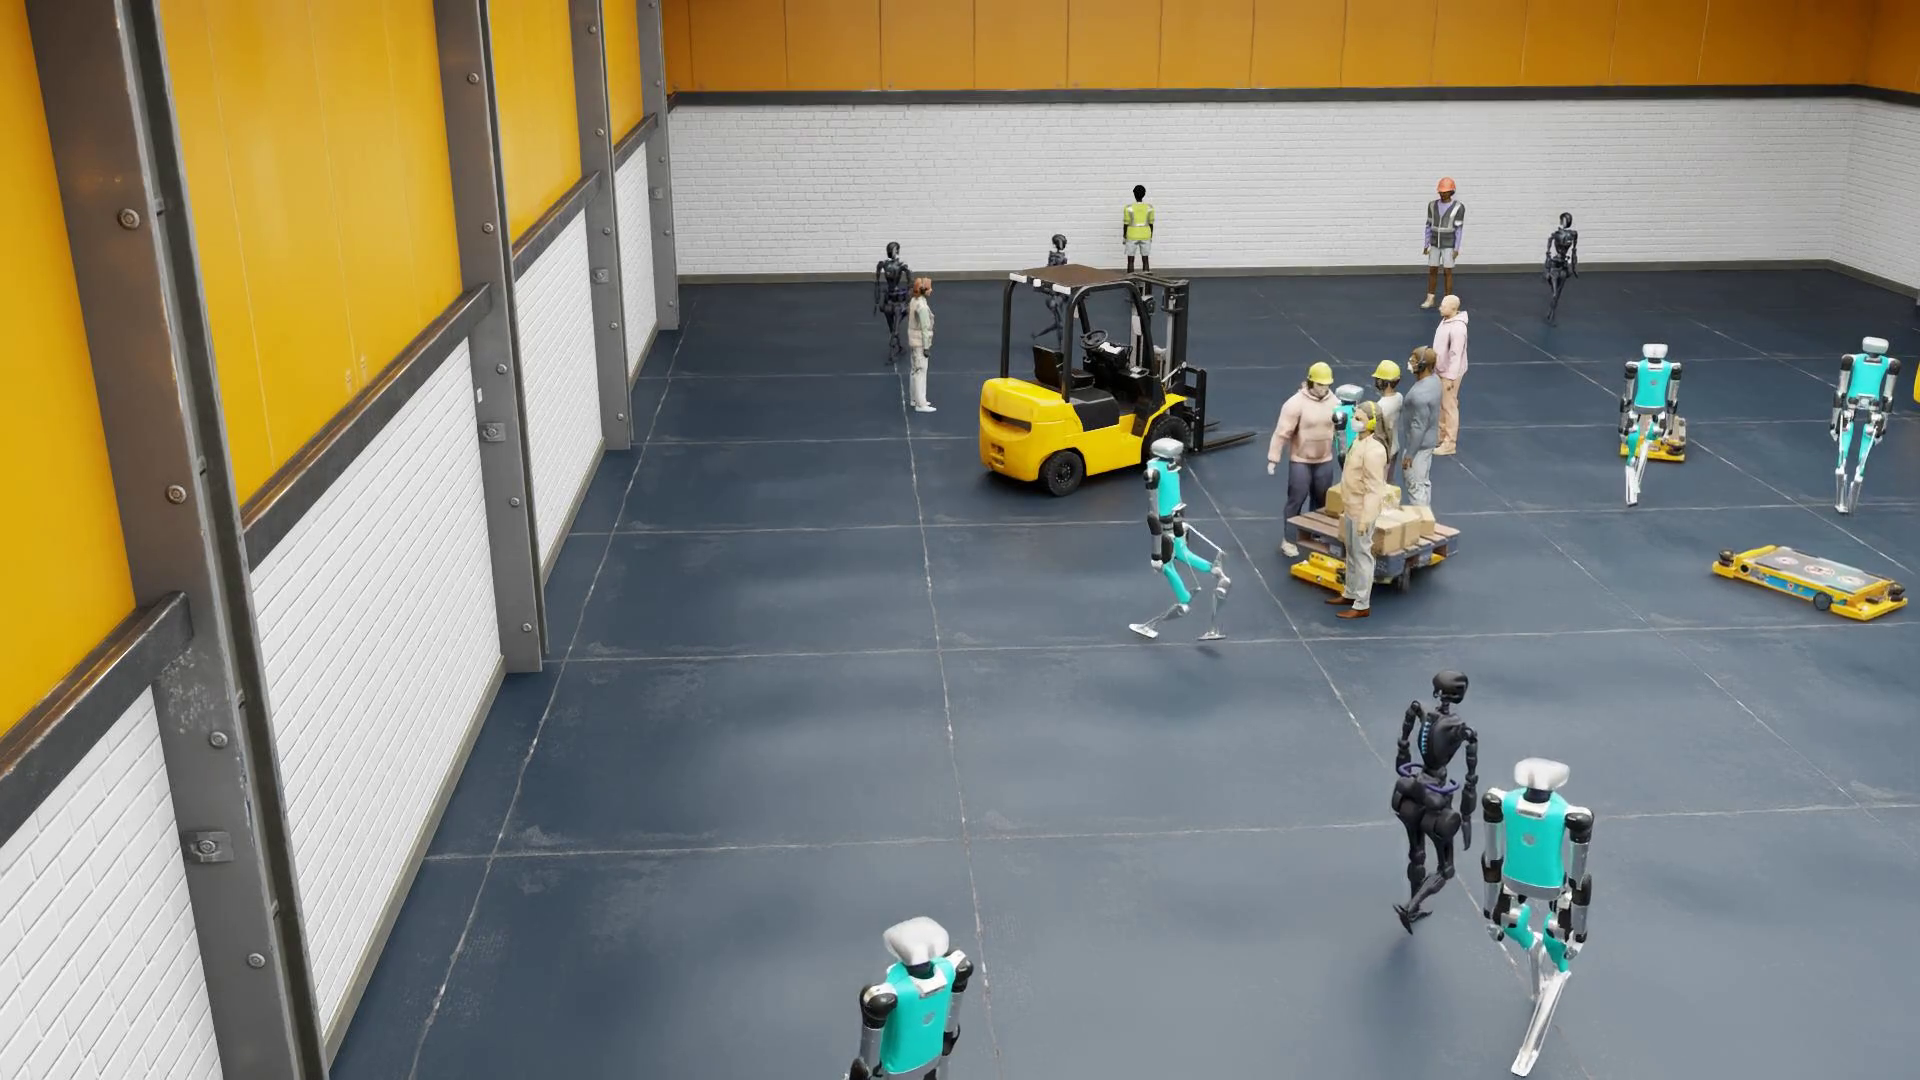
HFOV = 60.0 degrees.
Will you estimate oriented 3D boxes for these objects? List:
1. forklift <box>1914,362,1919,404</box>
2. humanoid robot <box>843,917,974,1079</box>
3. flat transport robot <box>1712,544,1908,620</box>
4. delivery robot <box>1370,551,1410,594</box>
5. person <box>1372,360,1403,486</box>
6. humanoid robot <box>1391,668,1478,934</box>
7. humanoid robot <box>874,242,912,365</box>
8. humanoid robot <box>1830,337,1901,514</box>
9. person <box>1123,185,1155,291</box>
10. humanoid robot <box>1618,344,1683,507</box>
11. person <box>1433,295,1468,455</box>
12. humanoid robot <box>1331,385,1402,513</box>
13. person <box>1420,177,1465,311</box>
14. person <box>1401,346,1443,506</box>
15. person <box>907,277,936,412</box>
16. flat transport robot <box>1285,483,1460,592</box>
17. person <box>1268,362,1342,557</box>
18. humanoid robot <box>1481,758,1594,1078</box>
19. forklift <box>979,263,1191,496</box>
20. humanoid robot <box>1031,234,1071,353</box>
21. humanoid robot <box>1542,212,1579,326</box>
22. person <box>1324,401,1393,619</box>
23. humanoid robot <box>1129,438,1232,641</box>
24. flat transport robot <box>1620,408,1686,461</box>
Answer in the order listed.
[{"bbox_3d":[12.602,-2.435,19.475,2.313,2.155,1.214,-1,20,-4],"label":"forklift"},{"bbox_3d":[-0.361,2.338,7.159,0.559,1.796,0.801,-16,25,-37],"label":"humanoid robot"},{"bbox_3d":[7.487,0.347,14.681,0.659,0.231,1.431,-13,24,-31],"label":"flat transport robot"},{"bbox_3d":[3.724,0.139,14.830,0.499,0.592,0.796,2,20,6],"label":"delivery robot"},{"bbox_3d":[3.978,-0.828,15.711,0.310,1.768,0.524,13,24,31],"label":"person"},{"bbox_3d":[2.643,1.495,9.525,0.467,1.646,0.589,-14,24,-33],"label":"humanoid robot"},{"bbox_3d":[-0.869,-3.220,22.433,0.593,1.628,0.783,10,22,25],"label":"humanoid robot"},{"bbox_3d":[8.890,-1.020,16.409,0.540,1.871,0.737,7,21,17],"label":"humanoid robot"},{"bbox_3d":[2.878,-4.876,26.851,0.531,1.689,0.322,-3,20,-8],"label":"person"},{"bbox_3d":[6.856,-1.171,16.697,0.547,1.728,1.036,5,21,13],"label":"humanoid robot"},{"bbox_3d":[5.425,-1.840,18.459,0.408,1.777,0.528,-1,20,-4],"label":"person"},{"bbox_3d":[3.664,-0.494,14.822,0.796,1.744,0.535,10,22,25],"label":"humanoid robot"},{"bbox_3d":[7.347,-4.507,25.360,0.600,2.035,0.412,17,26,38],"label":"person"},{"bbox_3d":[4.278,-0.868,15.571,0.372,1.940,0.626,10,22,25],"label":"person"},{"bbox_3d":[-0.473,-2.356,20.063,0.316,1.633,0.519,-5,21,-14],"label":"person"},{"bbox_3d":[3.739,0.163,15.182,1.431,0.231,0.659,-15,25,-36],"label":"flat transport robot"},{"bbox_3d":[3.235,-0.759,15.390,0.848,1.857,0.457,-5,21,-13],"label":"person"},{"bbox_3d":[3.017,1.845,8.553,0.574,1.830,0.891,14,24,33],"label":"humanoid robot"},{"bbox_3d":[1.315,-1.764,17.646,2.313,2.155,1.214,-14,24,-33],"label":"forklift"},{"bbox_3d":[1.263,-3.387,22.835,0.612,1.632,0.611,7,21,20],"label":"humanoid robot"},{"bbox_3d":[8.863,-3.985,24.467,0.601,1.638,0.656,-8,21,-20],"label":"humanoid robot"},{"bbox_3d":[3.387,-0.261,14.009,0.408,1.877,0.563,-1,20,-4],"label":"person"},{"bbox_3d":[1.864,0.080,13.333,1.013,1.760,0.532,12,23,29],"label":"humanoid robot"},{"bbox_3d":[7.869,-1.193,18.877,0.659,0.231,1.431,8,22,20],"label":"flat transport robot"}]
